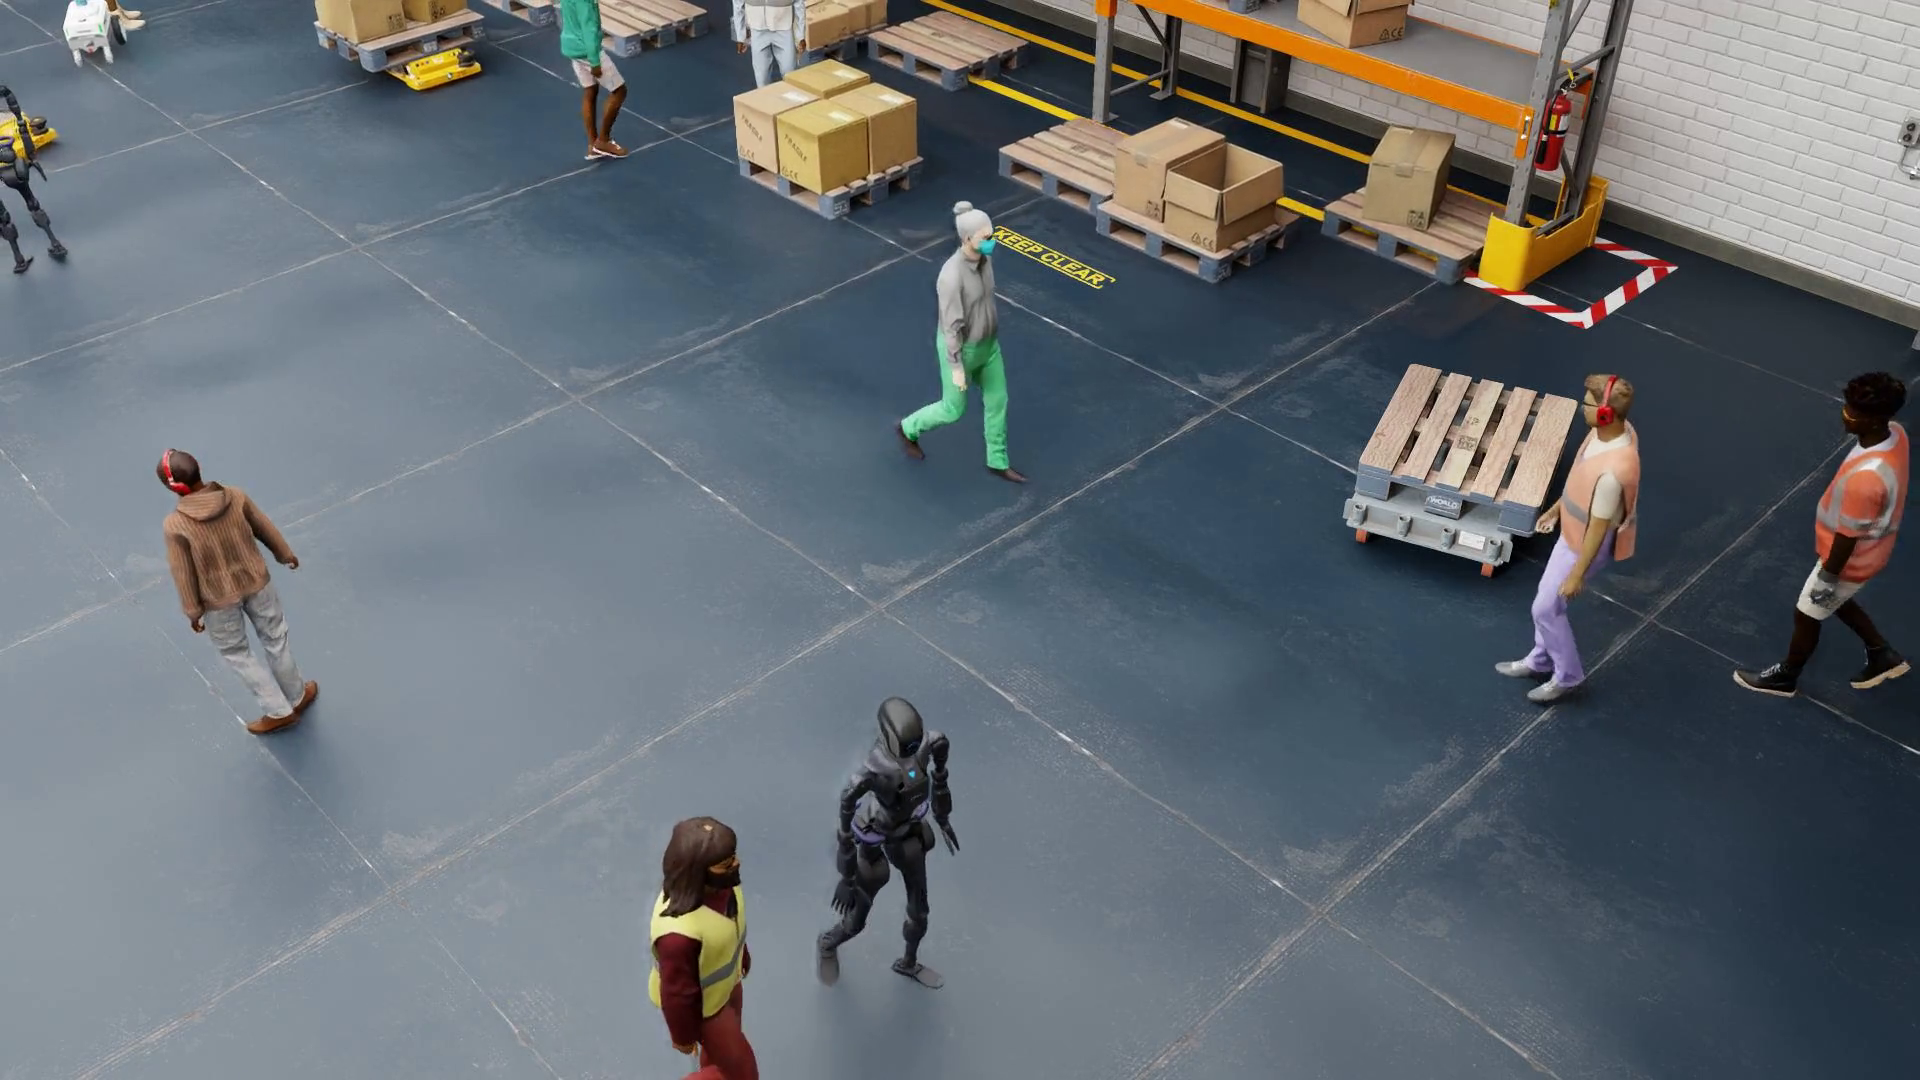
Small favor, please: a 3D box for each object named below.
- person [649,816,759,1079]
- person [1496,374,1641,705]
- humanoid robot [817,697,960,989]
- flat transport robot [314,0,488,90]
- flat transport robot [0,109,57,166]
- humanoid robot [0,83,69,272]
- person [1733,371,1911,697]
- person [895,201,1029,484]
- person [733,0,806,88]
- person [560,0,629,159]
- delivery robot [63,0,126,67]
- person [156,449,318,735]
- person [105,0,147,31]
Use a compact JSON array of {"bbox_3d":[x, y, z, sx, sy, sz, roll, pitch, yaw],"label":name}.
[{"bbox_3d":[-0.930,1.651,6.110,0.455,1.757,0.484,5,37,7],"label":"person"},{"bbox_3d":[3.068,0.018,8.217,0.481,1.824,0.622,8,38,11],"label":"person"},{"bbox_3d":[-0.316,1.206,6.804,0.621,1.639,0.497,-27,45,-31],"label":"humanoid robot"},{"bbox_3d":[-5.171,-4.561,15.572,1.431,0.231,0.659,31,47,34],"label":"flat transport robot"},{"bbox_3d":[-8.495,-3.446,14.096,1.431,0.231,0.659,10,38,13],"label":"flat transport robot"},{"bbox_3d":[-6.973,-2.728,11.980,0.610,1.647,0.360,-18,40,-22],"label":"humanoid robot"},{"bbox_3d":[4.387,0.059,8.077,0.680,1.935,0.630,20,41,25],"label":"person"},{"bbox_3d":[0.013,-1.159,9.790,0.801,1.810,0.515,24,43,28],"label":"person"},{"bbox_3d":[-1.564,-4.208,13.750,0.597,1.907,0.413,1,37,1],"label":"person"},{"bbox_3d":[-2.982,-3.980,13.498,0.518,1.837,0.536,-20,41,-24],"label":"person"},{"bbox_3d":[-8.222,-4.842,15.717,0.499,0.608,0.790,-11,39,-15],"label":"delivery robot"},{"bbox_3d":[-3.474,0.243,8.081,0.323,1.637,0.607,30,46,33],"label":"person"},{"bbox_3d":[-8.277,-5.932,15.916,0.375,2.045,0.605,-17,40,-21],"label":"person"}]
